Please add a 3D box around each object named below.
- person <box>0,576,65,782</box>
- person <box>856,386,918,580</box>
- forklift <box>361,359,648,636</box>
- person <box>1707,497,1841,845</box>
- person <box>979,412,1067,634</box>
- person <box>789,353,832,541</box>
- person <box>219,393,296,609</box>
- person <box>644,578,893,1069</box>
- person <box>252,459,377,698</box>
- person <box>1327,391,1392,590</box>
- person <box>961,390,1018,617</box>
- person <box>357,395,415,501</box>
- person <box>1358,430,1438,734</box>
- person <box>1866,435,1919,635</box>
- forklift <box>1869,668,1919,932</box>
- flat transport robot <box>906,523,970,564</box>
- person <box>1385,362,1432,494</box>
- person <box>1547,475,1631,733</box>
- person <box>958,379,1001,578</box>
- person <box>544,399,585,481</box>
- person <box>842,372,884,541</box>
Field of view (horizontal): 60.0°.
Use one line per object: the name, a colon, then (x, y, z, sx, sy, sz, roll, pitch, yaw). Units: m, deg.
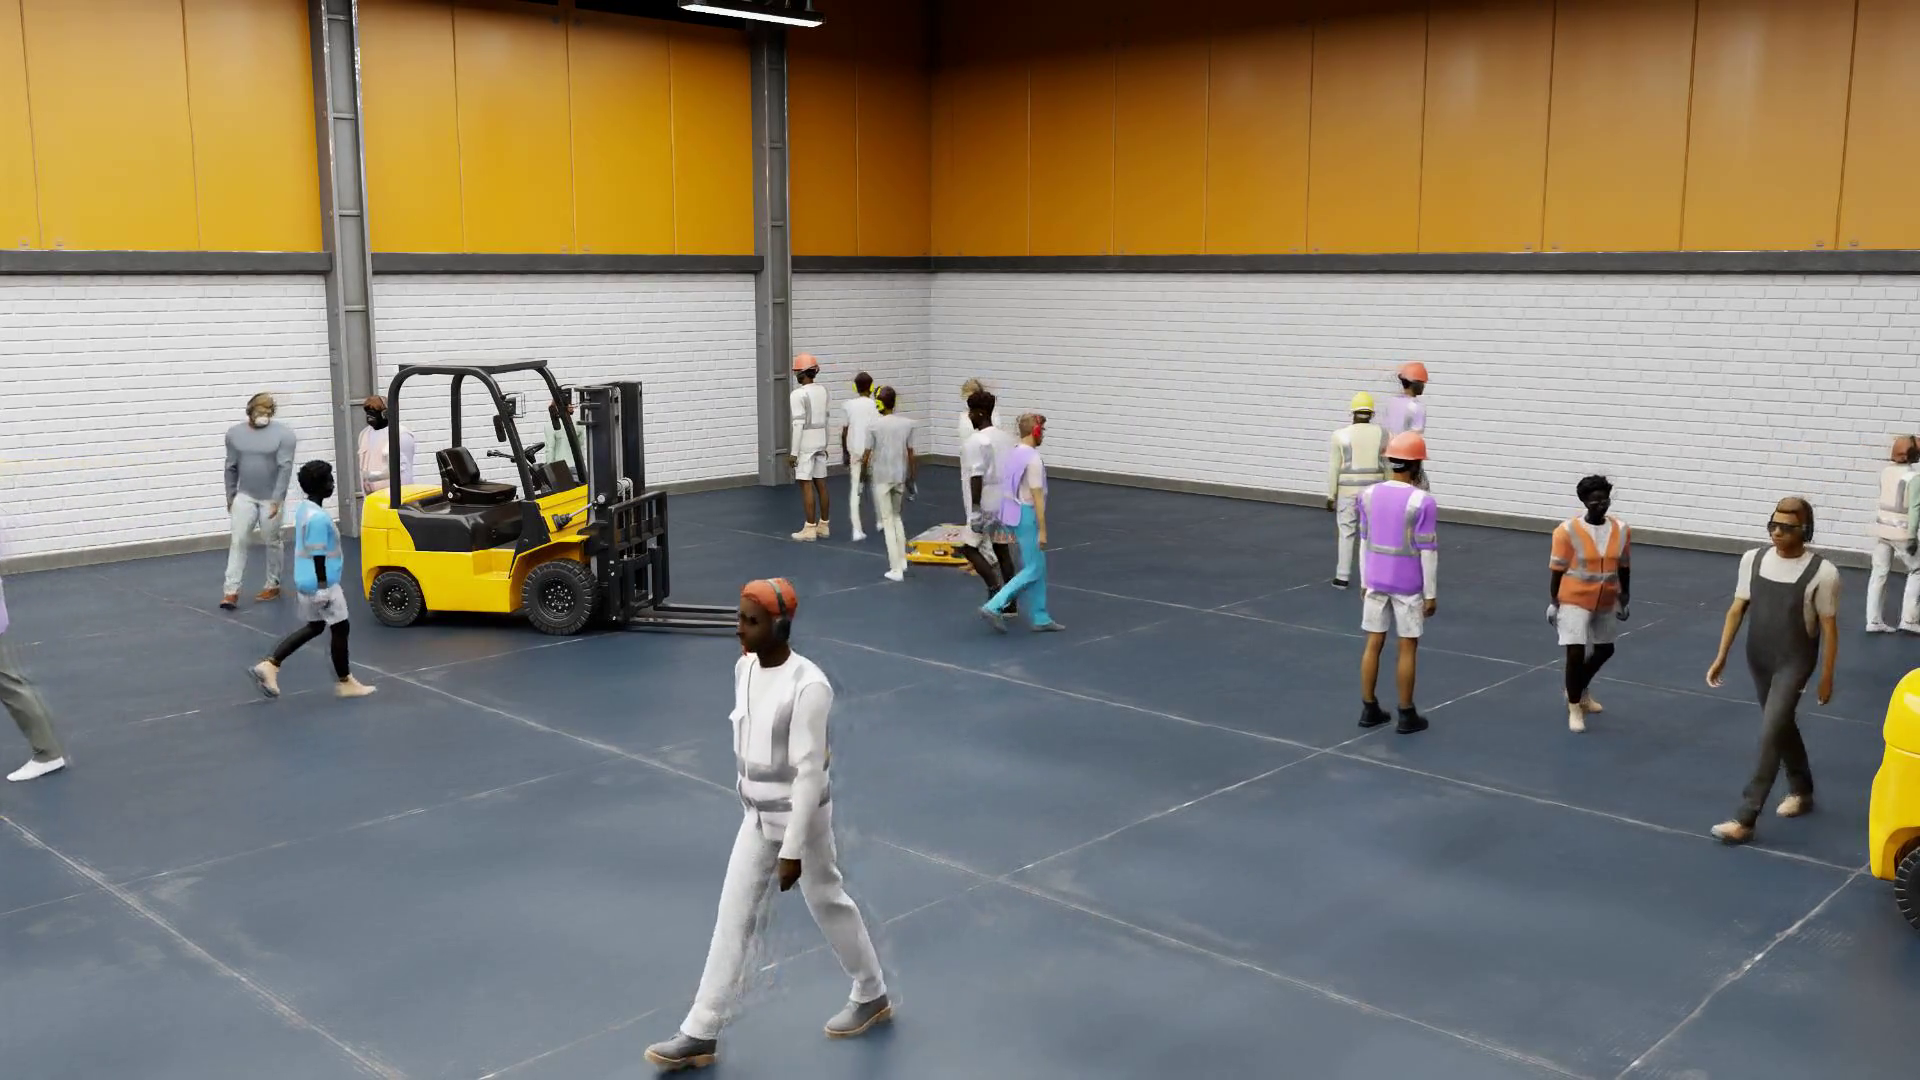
person: (-5.650, 0.492, 9.400, 0.995, 1.870, 0.609, -7, 11, -35)
person: (-0.711, -0.548, 15.880, 0.510, 1.842, 0.662, -5, 11, -30)
forklift: (-3.850, -0.407, 13.936, 2.313, 2.155, 1.214, 2, 9, 11)
person: (4.291, 0.653, 8.709, 1.010, 1.795, 0.525, -5, 11, -29)
person: (0.518, -0.125, 13.402, 0.651, 1.811, 0.586, -2, 10, -13)
person: (-1.659, -1.010, 18.097, 0.394, 2.042, 0.611, 6, 11, 33)
person: (-6.112, -0.335, 14.464, 0.662, 1.876, 0.947, 0, 9, -2)
person: (-0.675, 1.042, 6.198, 1.025, 1.826, 0.597, -7, 12, -38)
person: (-4.429, 0.283, 11.309, 0.723, 1.673, 0.538, -5, 11, -30)
person: (3.672, -0.450, 15.308, 0.596, 1.831, 0.404, -1, 9, -3)
person: (0.241, -0.290, 14.019, 0.503, 1.931, 0.650, 6, 11, 34)
person: (-5.153, -0.385, 14.934, 0.618, 1.835, 0.432, 5, 11, 29)
person: (2.792, 0.270, 10.588, 0.542, 1.935, 0.377, 9, 13, 44)
person: (7.622, -0.034, 13.376, 0.588, 1.615, 0.546, -1, 9, -5)
forklift: (5.205, 0.723, 7.013, 2.313, 2.155, 1.214, 9, 13, 43)
flat transport robot: (-0.066, 0.029, 17.146, 0.652, 0.197, 1.431, 2, 10, 14)
person: (4.518, -0.779, 16.752, 0.412, 2.029, 0.604, -4, 10, -22)
person: (4.012, 0.380, 10.744, 0.556, 1.666, 0.558, -2, 9, -10)
person: (0.182, -0.582, 15.879, 0.450, 1.909, 0.656, -5, 10, -27)
person: (-4.225, -0.753, 17.770, 0.275, 1.632, 0.507, 7, 12, 39)
person: (-1.045, -0.933, 18.345, 0.538, 1.803, 0.995, 2, 9, 11)
